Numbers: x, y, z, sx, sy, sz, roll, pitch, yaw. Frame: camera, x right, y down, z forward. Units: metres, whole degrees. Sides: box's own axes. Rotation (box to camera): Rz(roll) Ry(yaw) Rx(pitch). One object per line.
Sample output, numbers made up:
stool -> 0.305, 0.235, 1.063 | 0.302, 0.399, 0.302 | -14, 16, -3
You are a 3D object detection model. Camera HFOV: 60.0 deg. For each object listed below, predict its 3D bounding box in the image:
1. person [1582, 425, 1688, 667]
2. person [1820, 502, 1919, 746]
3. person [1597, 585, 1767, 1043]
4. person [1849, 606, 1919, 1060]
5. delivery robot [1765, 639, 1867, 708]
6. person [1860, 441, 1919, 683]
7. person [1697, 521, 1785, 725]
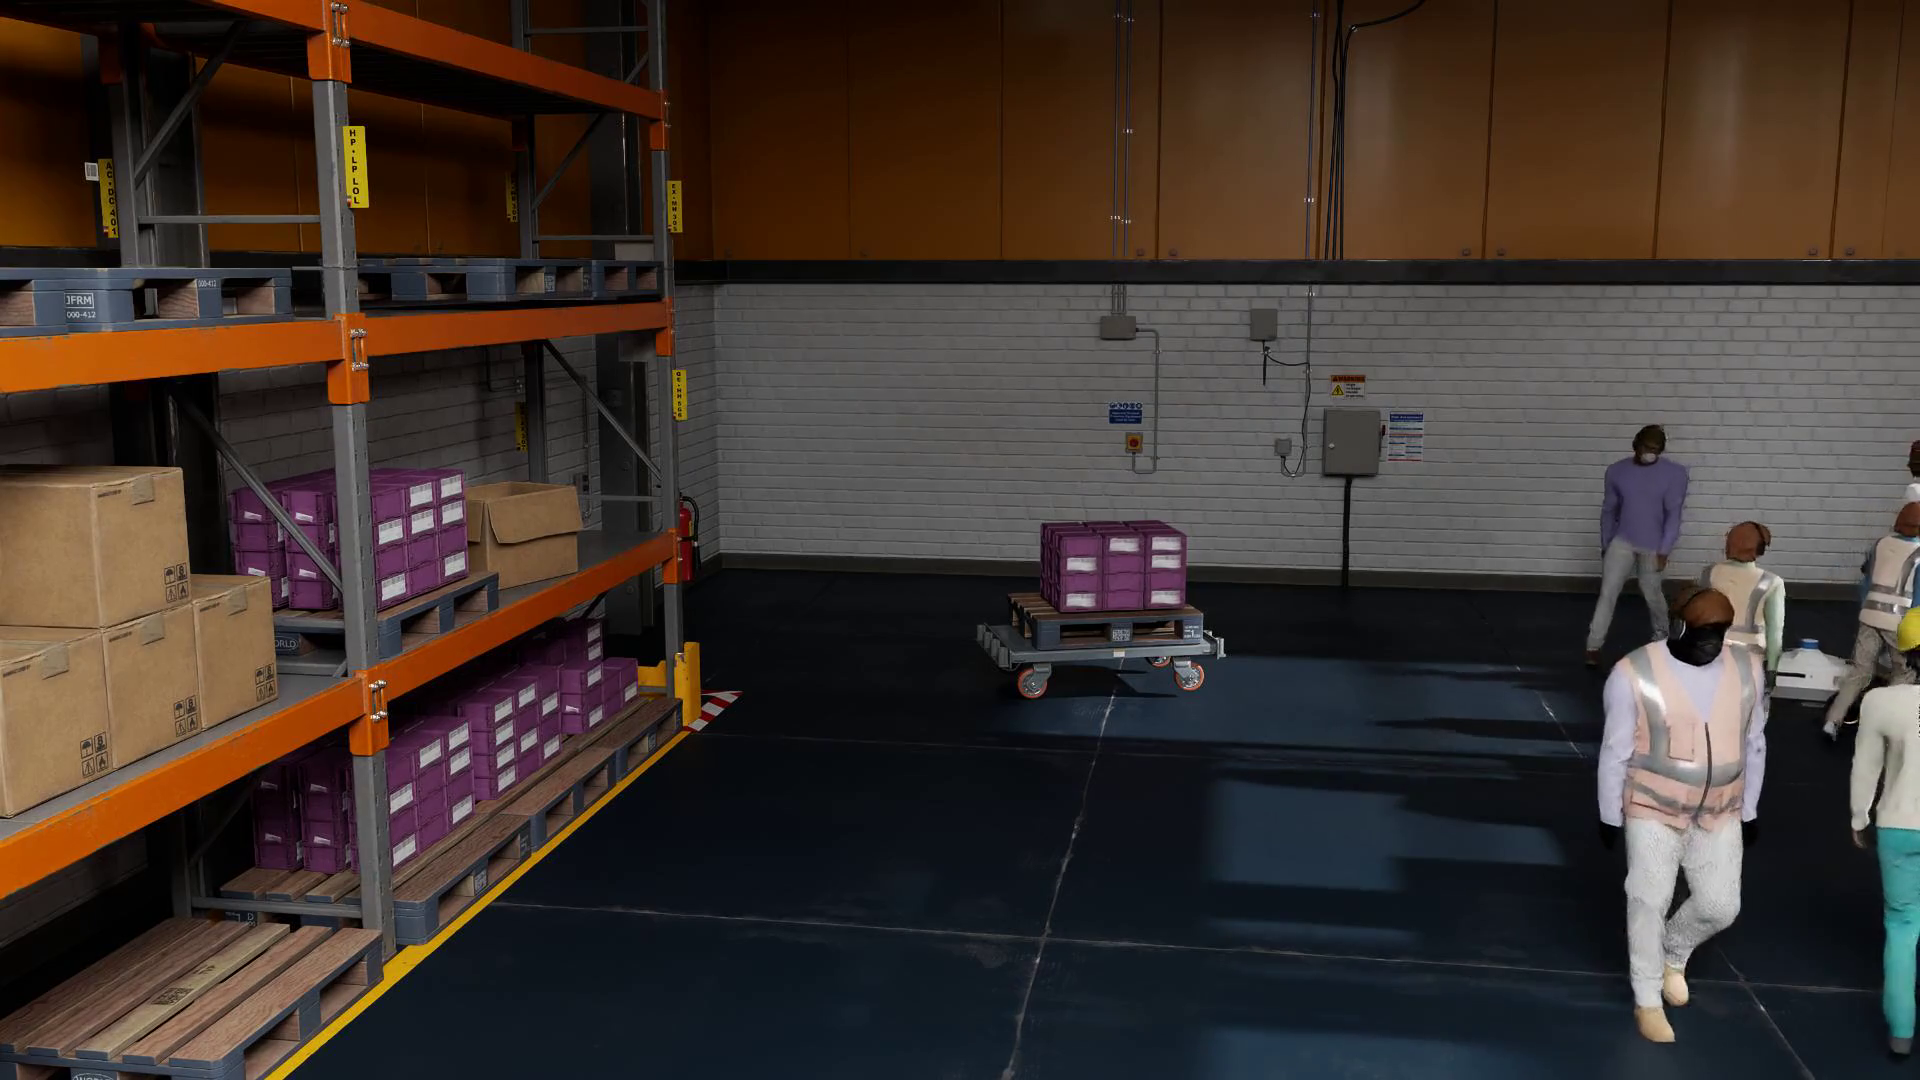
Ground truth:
person -> 5.258, 0.033, 12.831 | 0.639, 1.885, 0.940 | 7, 12, 38
person -> 5.811, 0.547, 10.507 | 0.619, 1.594, 0.524 | -3, 10, -18
person -> 2.844, 1.068, 6.582 | 0.655, 1.824, 0.448 | 0, 9, 0
person -> 3.734, 1.135, 6.447 | 0.540, 1.725, 0.560 | 6, 11, 32
delivery robot -> 5.696, 0.907, 11.181 | 0.707, 0.478, 0.477 | 3, 10, 20
person -> 6.842, 0.185, 11.980 | 0.587, 1.840, 0.759 | -6, 11, -31
person -> 4.388, 0.704, 9.440 | 0.396, 1.623, 0.526 | -8, 12, -40
